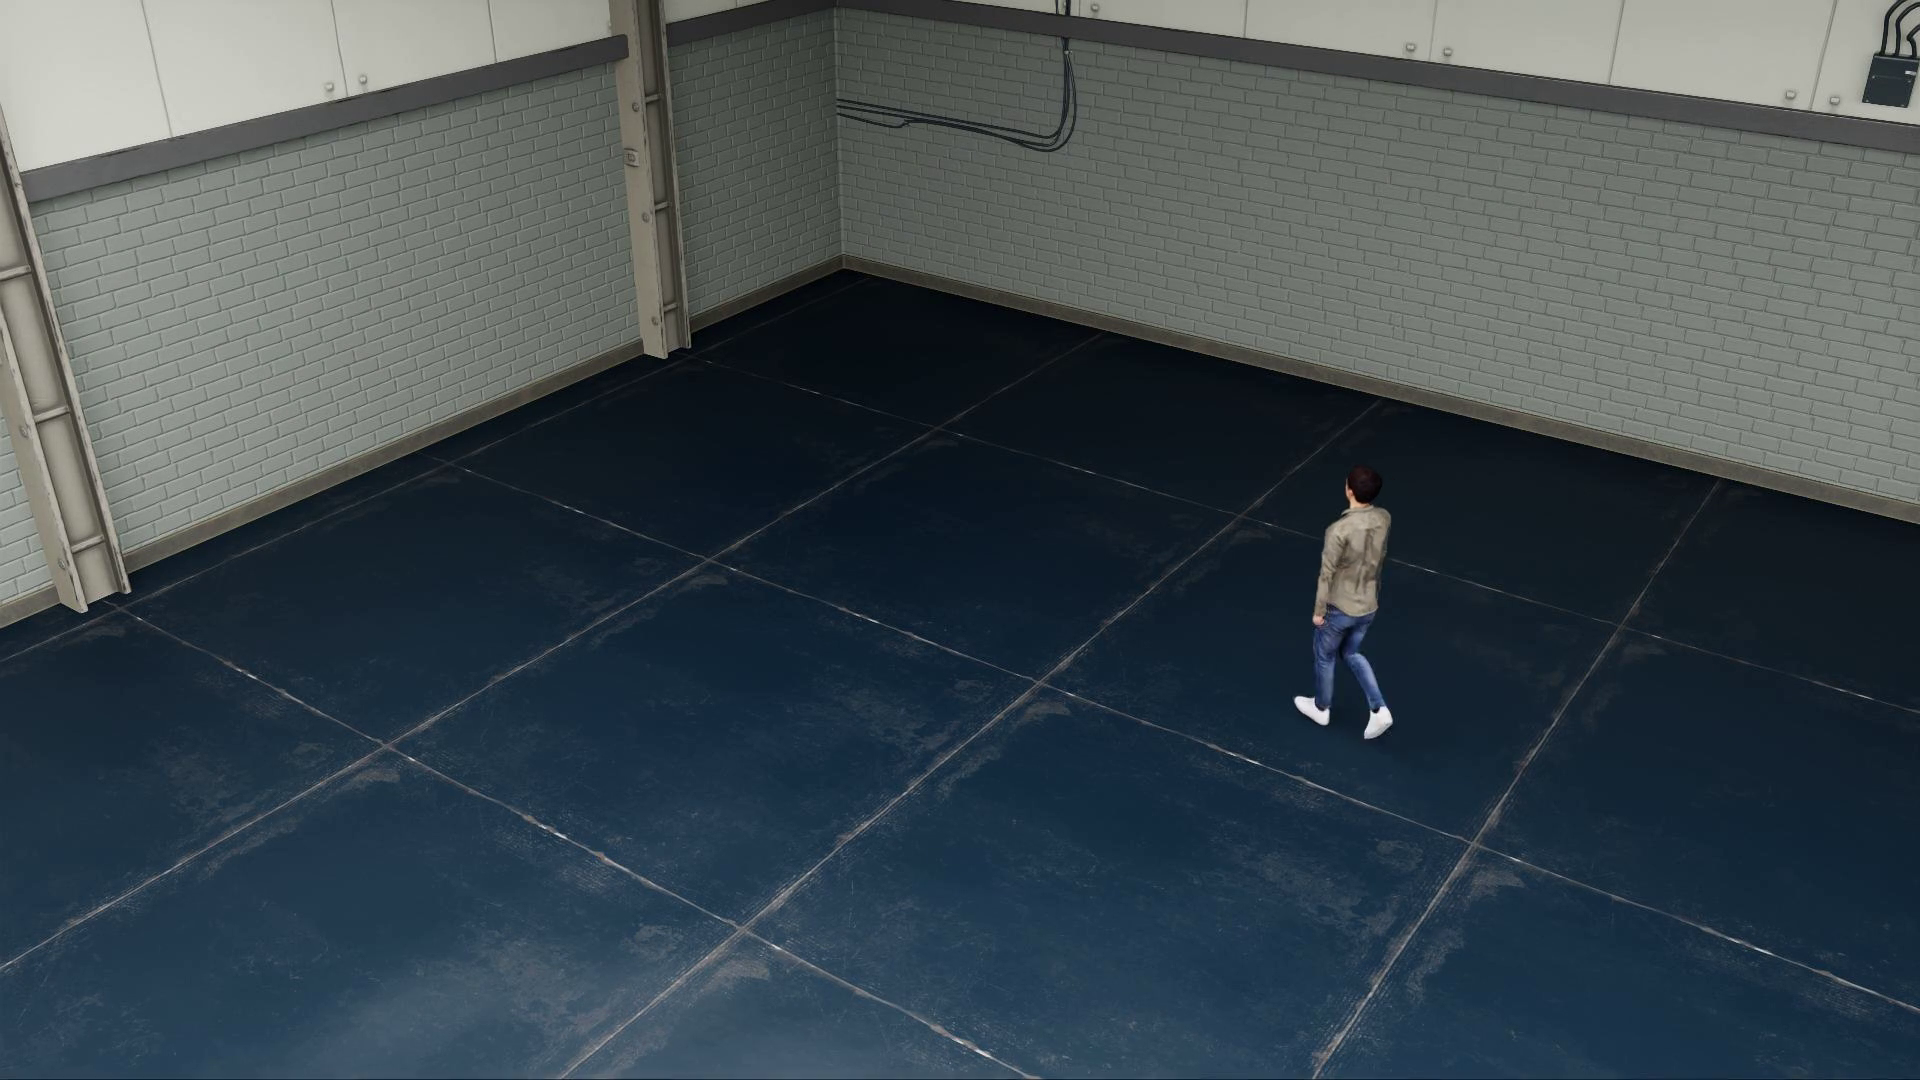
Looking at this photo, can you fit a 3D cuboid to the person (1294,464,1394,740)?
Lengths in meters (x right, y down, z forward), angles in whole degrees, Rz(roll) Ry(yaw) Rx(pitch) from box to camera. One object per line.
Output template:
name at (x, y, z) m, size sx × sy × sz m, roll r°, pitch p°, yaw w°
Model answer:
person at (2.439, 0.434, 10.219) m, size 1.046 × 1.849 × 0.991 m, roll -17°, pitch 32°, yaw -29°
